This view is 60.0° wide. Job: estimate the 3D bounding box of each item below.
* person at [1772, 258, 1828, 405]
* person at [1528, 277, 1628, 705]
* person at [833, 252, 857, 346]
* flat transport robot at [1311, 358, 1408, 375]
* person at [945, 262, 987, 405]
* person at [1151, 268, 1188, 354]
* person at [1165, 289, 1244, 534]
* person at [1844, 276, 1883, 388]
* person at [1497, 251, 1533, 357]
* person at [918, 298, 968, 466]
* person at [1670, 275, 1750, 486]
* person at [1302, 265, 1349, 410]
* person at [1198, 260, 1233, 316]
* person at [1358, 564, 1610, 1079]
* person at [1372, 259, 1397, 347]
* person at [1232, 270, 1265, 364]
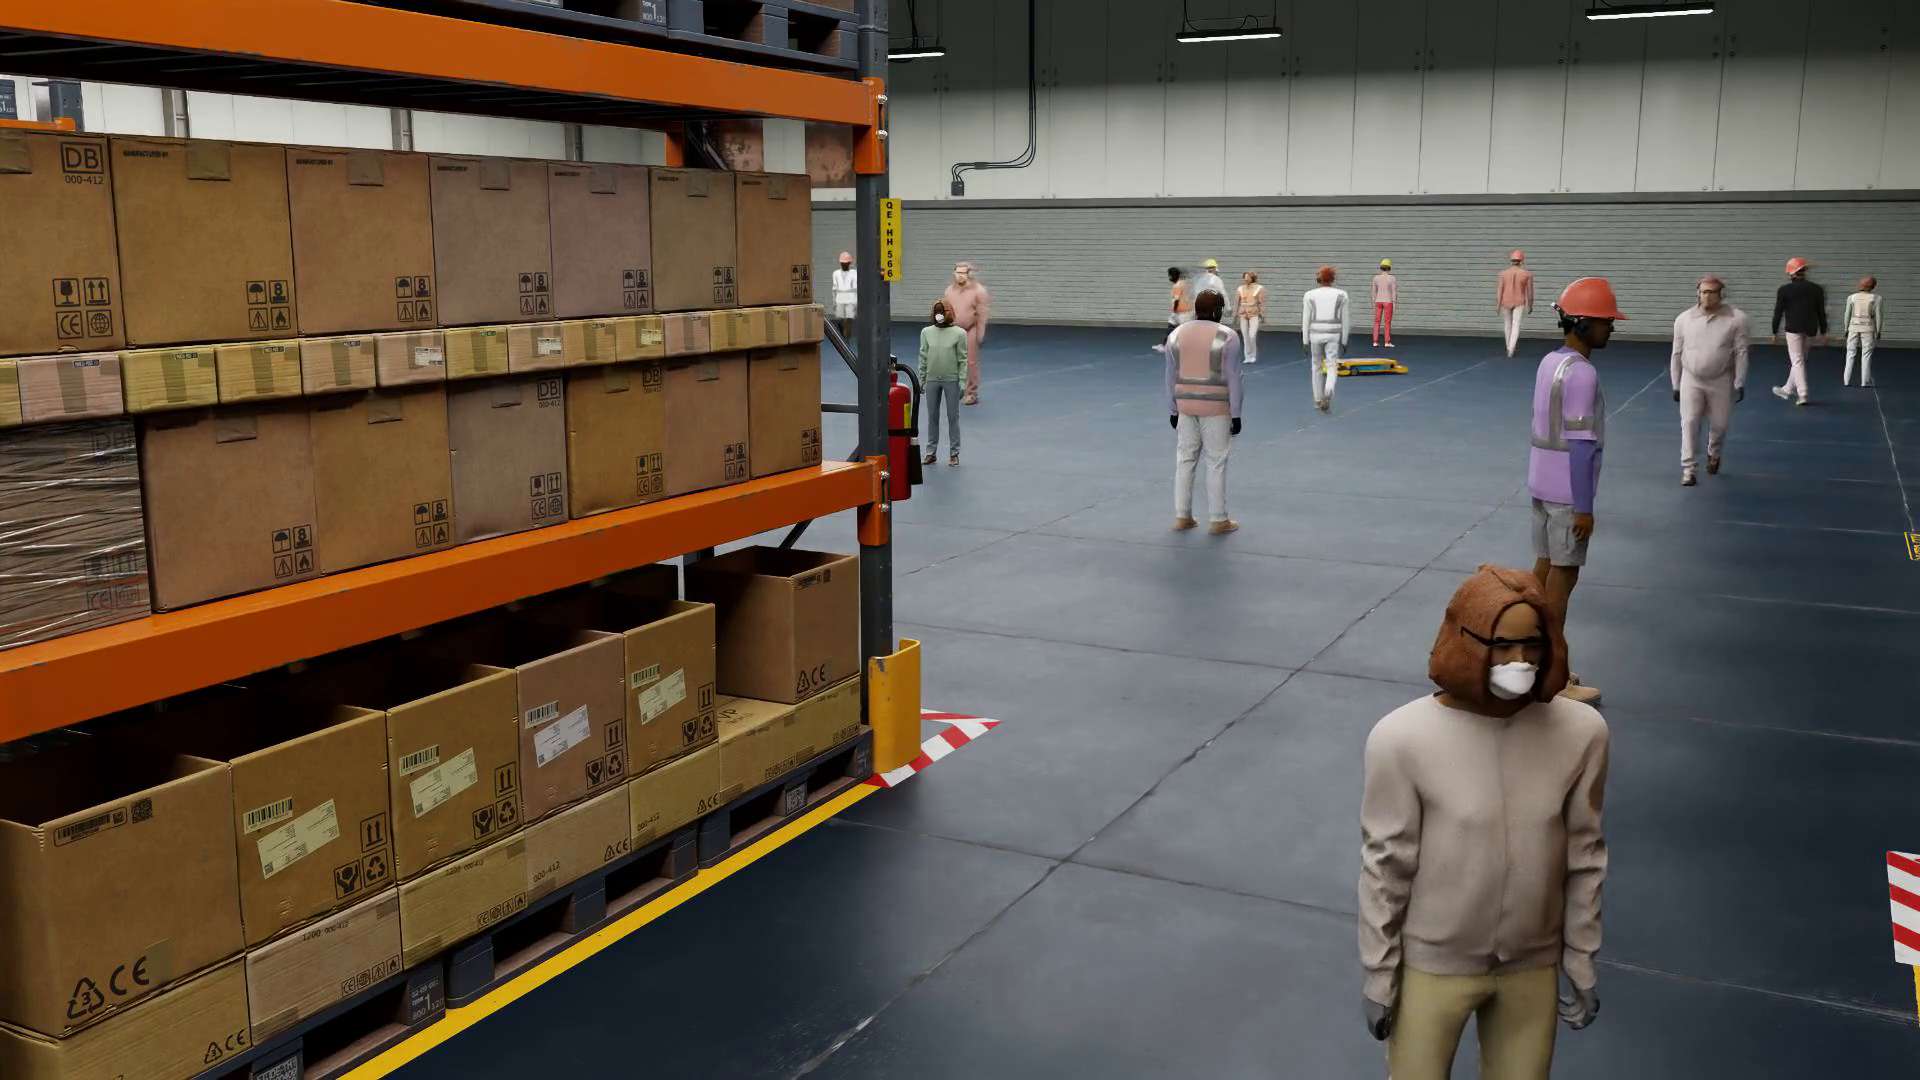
[{"bbox_3d":[11.201,-2.783,22.202,0.651,1.927,1.051,0,10,-2],"label":"person"},{"bbox_3d":[2.953,-0.236,8.024,0.391,2.041,0.615,1,10,3],"label":"person"},{"bbox_3d":[-2.221,-4.629,32.316,0.539,1.920,0.401,2,11,11],"label":"person"},{"bbox_3d":[6.470,-2.818,26.940,1.431,0.197,0.652,-4,11,-22],"label":"flat transport robot"},{"bbox_3d":[0.049,-2.721,22.012,0.656,1.889,0.534,5,11,24],"label":"person"},{"bbox_3d":[4.101,-4.318,31.371,0.904,1.635,0.563,1,10,4],"label":"person"},{"bbox_3d":[1.864,-0.972,12.596,0.633,1.839,0.429,8,13,36],"label":"person"},{"bbox_3d":[13.349,-3.073,24.603,0.310,1.636,0.523,-9,14,-41],"label":"person"},{"bbox_3d":[10.320,-4.389,30.969,0.611,1.950,1.030,6,12,32],"label":"person"},{"bbox_3d":[-0.170,-1.536,16.230,0.500,1.633,0.284,3,11,17],"label":"person"},{"bbox_3d":[6.774,-1.450,15.068,0.644,1.889,0.758,5,12,25],"label":"person"},{"bbox_3d":[4.671,-2.579,21.294,0.580,1.861,0.829,2,11,13],"label":"person"},{"bbox_3d":[4.700,-4.231,30.515,0.867,1.781,0.613,-5,11,-25],"label":"person"},{"bbox_3d":[1.018,0.844,3.282,0.494,1.624,0.279,-2,11,-8],"label":"person"},{"bbox_3d":[8.522,-4.745,33.376,0.525,1.767,0.320,9,14,40],"label":"person"},{"bbox_3d":[5.024,-3.890,29.079,0.552,1.619,0.541,6,12,31],"label":"person"}]
